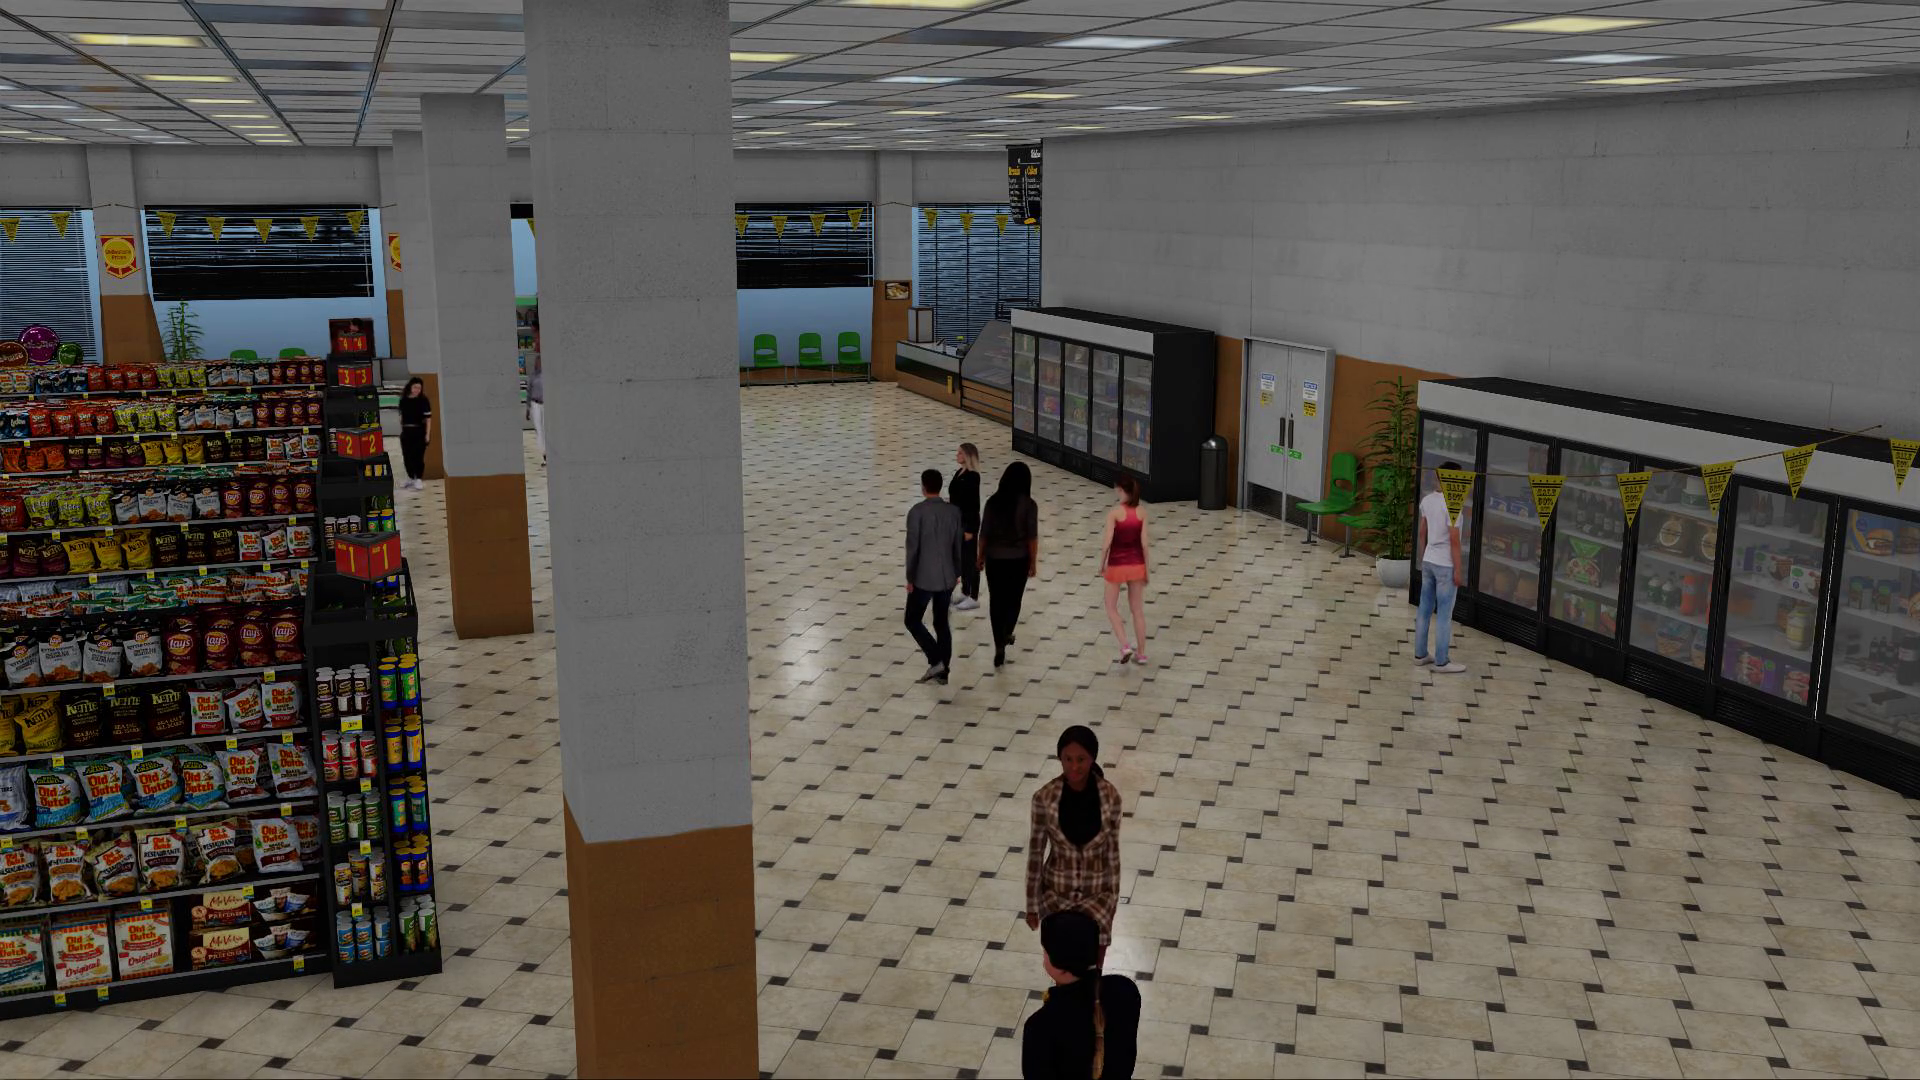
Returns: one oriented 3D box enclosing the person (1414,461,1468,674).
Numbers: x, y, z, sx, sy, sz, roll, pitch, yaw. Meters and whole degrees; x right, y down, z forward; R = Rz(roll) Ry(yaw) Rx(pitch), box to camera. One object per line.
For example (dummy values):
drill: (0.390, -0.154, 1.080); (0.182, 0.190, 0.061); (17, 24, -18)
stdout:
person: (4.221, 0.224, 14.631); (0.532, 1.857, 0.645); (-5, 13, -21)

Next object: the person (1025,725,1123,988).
person: (0.538, 1.714, 7.856); (1.113, 1.733, 0.967); (1, 12, 5)

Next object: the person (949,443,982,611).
person: (0.080, -0.148, 16.817); (0.519, 1.685, 0.597); (-4, 13, -19)

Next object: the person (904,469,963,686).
person: (-0.192, 0.348, 14.053); (0.788, 1.852, 0.864); (-6, 13, -27)

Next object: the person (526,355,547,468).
person: (-6.362, -1.977, 25.434); (0.691, 1.712, 0.771); (0, 12, 2)

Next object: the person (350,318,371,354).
person: (-11.079, -3.216, 31.073); (1.006, 1.814, 0.839); (-1, 12, -7)

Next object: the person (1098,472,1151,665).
person: (1.464, 0.285, 14.655); (0.702, 1.729, 0.646); (-3, 12, -12)

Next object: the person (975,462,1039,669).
person: (0.430, 0.265, 14.623); (1.143, 1.780, 1.070); (1, 12, 3)

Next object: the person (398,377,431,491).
person: (-7.671, -1.484, 23.372); (0.710, 1.598, 0.830); (3, 12, 14)

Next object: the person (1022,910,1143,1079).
person: (0.484, 2.156, 5.942); (0.964, 1.657, 0.898); (-7, 14, -31)
